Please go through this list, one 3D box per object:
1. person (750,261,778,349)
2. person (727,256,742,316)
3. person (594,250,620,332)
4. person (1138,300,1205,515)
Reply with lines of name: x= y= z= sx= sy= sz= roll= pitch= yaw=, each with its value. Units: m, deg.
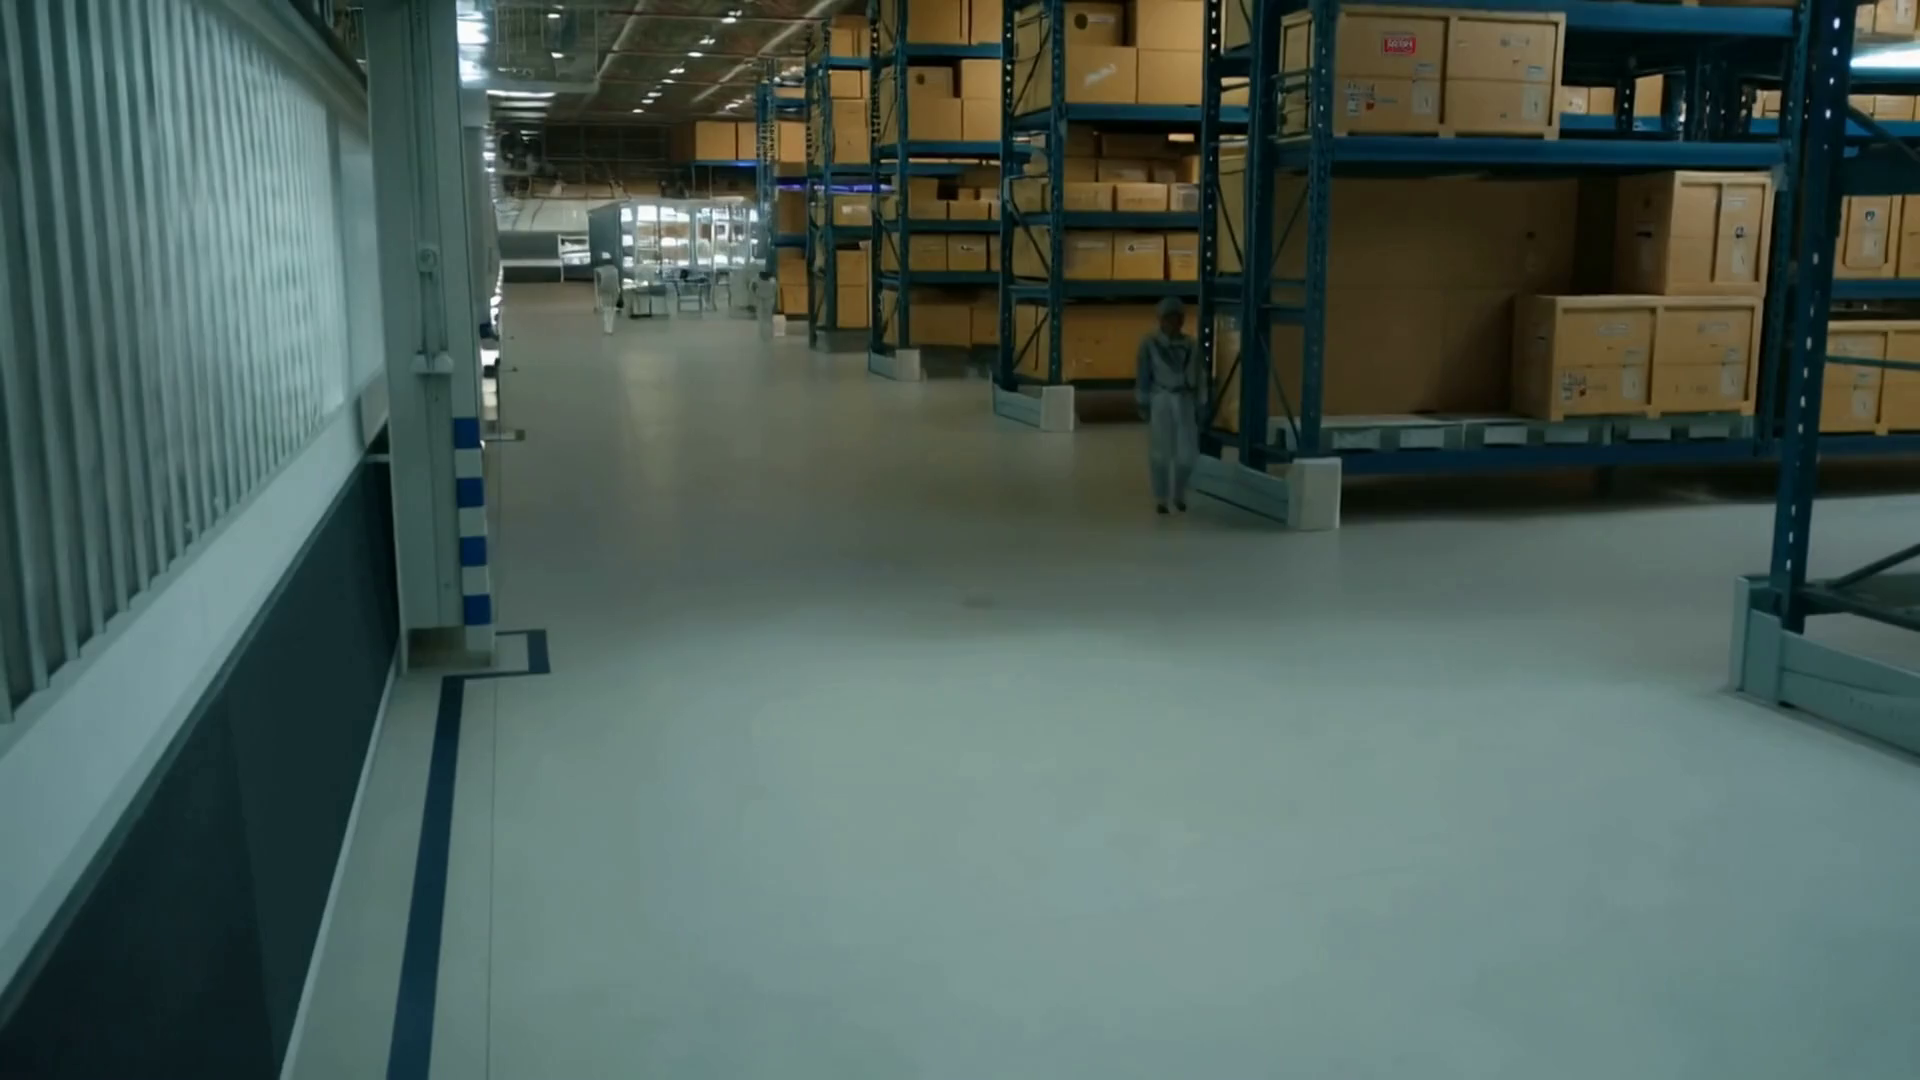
person: x=-3.851 y=-4.629 z=32.854 sx=0.585 sy=1.718 sz=0.750 roll=-3 pitch=10 yaw=-15
person: x=-6.507 y=-7.326 z=48.111 sx=0.485 sy=1.735 sz=0.346 roll=5 pitch=11 yaw=26
person: x=-8.397 y=-5.915 z=39.575 sx=0.578 sy=1.922 sz=0.404 roll=-1 pitch=10 yaw=-8
person: x=1.586 y=-0.986 z=12.507 sx=0.540 sy=1.622 sz=0.392 roll=-2 pitch=10 yaw=-10
